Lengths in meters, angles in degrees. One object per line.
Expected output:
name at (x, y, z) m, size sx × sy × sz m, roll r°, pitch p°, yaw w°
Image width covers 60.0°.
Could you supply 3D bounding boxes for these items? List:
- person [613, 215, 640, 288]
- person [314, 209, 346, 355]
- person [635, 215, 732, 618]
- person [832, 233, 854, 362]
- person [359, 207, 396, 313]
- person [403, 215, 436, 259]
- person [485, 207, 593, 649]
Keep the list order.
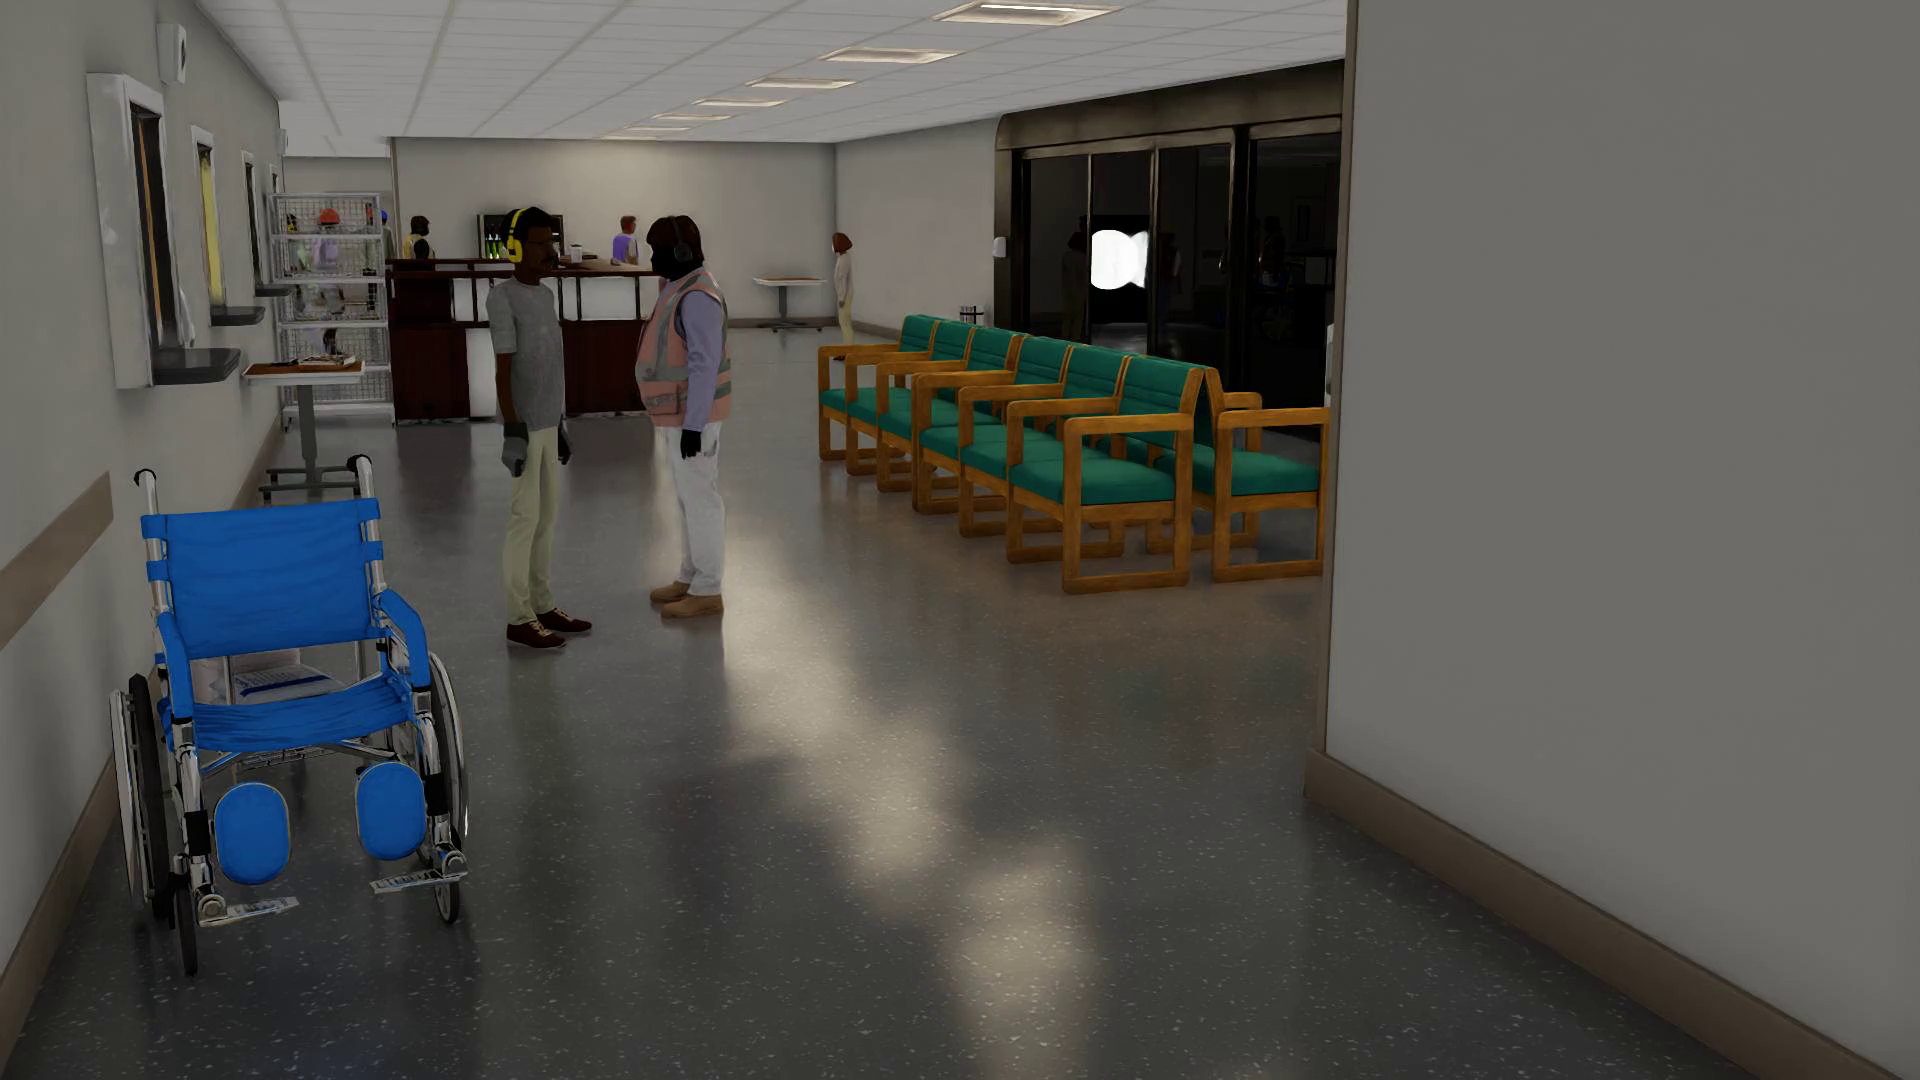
person at (-4.942, -3.870, 24.617) m, size 0.372 × 1.840 × 0.570 m, roll -9°, pitch 14°, yaw -39°
person at (-8.108, -3.305, 21.512) m, size 0.409 × 1.918 × 0.564 m, roll -8°, pitch 14°, yaw -37°
person at (-1.270, -0.563, 7.664) m, size 0.429 × 1.839 × 0.621 m, roll -3°, pitch 11°, yaw -16°
person at (-1.488, -3.092, 21.193) m, size 0.286 × 1.627 × 0.504 m, roll 0°, pitch 11°, yaw 0°
person at (-9.715, -4.561, 27.791) m, size 0.398 × 1.987 × 0.626 m, roll 10°, pitch 15°, yaw 41°
person at (-7.426, -3.549, 22.975) m, size 0.429 × 1.840 × 0.637 m, roll -7°, pitch 13°, yaw -34°
person at (-1.814, -0.478, 7.139) m, size 0.317 × 1.870 × 0.531 m, roll 2°, pitch 11°, yaw 10°
